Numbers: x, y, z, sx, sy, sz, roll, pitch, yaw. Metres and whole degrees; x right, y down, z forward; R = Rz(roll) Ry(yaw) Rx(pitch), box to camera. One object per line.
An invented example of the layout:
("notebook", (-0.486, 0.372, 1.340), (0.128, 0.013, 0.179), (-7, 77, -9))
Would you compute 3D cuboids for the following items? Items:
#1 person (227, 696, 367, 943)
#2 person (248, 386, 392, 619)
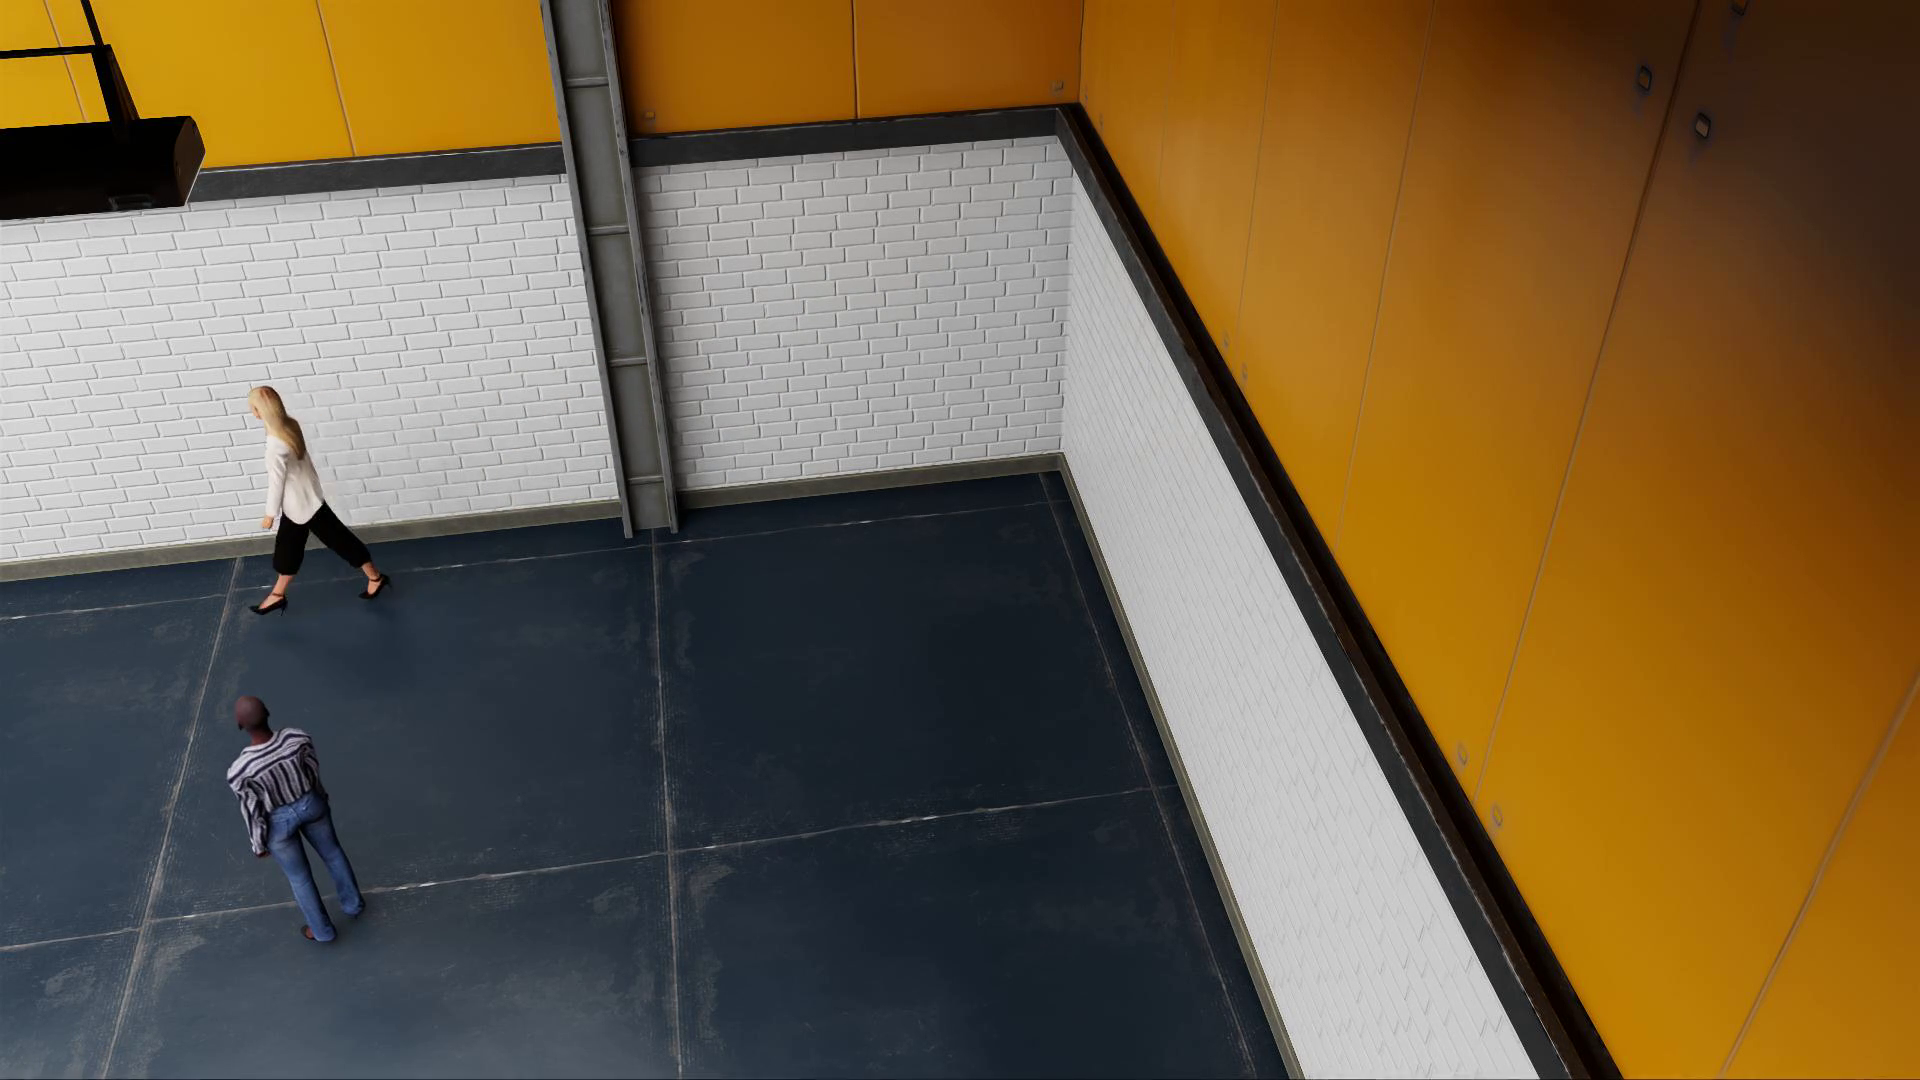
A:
("person", (-3.598, 1.519, 9.003), (0.759, 1.795, 0.682), (27, 46, 29))
("person", (-4.296, -0.211, 11.170), (1.190, 1.794, 0.693), (-10, 40, -13))
